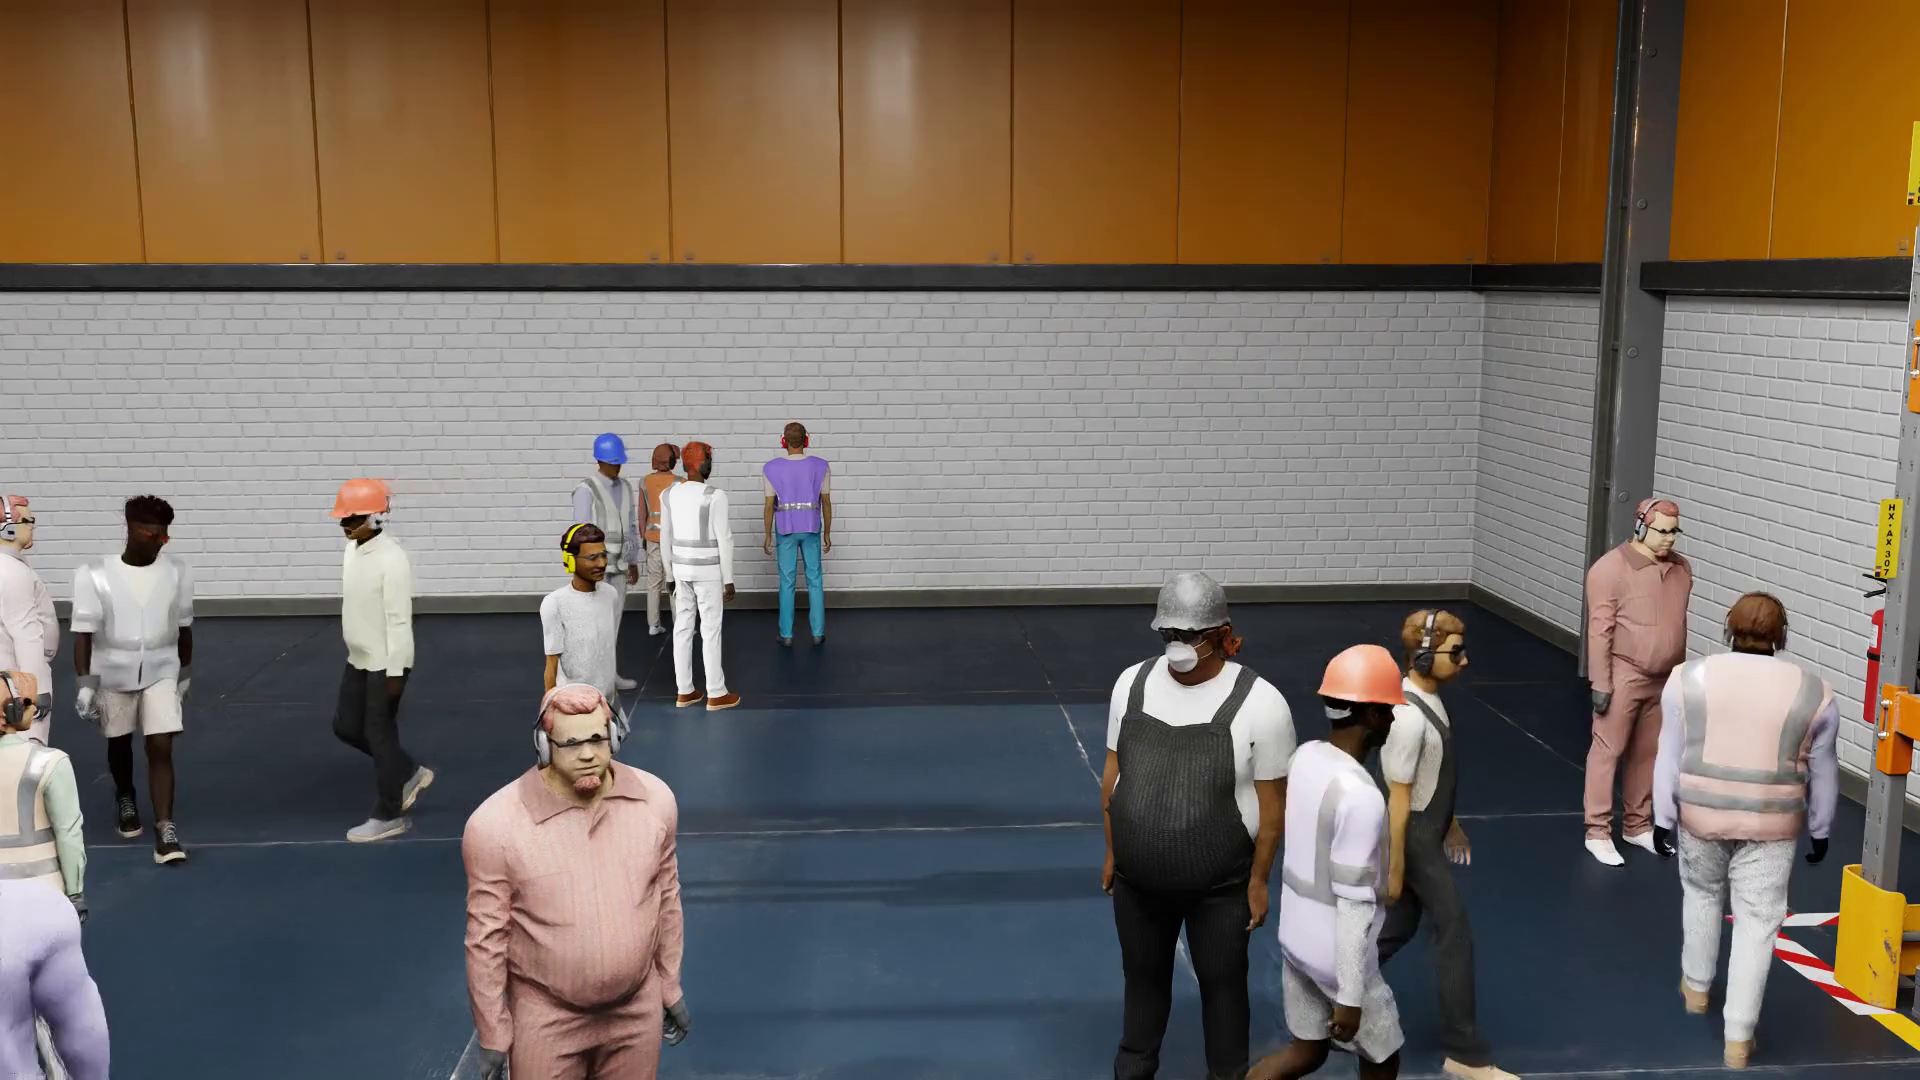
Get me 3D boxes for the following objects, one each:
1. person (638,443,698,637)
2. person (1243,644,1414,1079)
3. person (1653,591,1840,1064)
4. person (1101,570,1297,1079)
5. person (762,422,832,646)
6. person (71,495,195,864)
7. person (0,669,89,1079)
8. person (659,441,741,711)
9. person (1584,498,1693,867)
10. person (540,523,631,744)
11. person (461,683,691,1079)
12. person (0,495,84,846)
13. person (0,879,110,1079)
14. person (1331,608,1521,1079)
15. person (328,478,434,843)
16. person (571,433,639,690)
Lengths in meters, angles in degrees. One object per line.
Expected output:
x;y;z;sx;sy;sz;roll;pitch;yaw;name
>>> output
-2.453;0.008;13.922;0.523;1.638;0.310;4;10;23;person
1.097;1.268;5.211;0.861;1.907;0.558;-2;9;-11;person
3.115;1.086;6.609;0.647;1.810;0.809;5;10;28;person
0.774;1.108;5.762;0.684;2.000;0.538;5;10;29;person
-1.327;-0.041;13.610;0.563;1.838;0.390;-2;9;-13;person
-4.319;0.707;8.733;0.624;1.900;1.041;-6;11;-33;person
-3.384;1.277;5.964;0.515;1.636;0.315;0;9;2;person
-1.823;0.252;11.631;0.572;1.883;0.358;5;10;27;person
3.530;0.723;8.612;0.644;1.904;0.401;-4;10;-22;person
-1.783;0.839;7.987;0.327;1.871;0.514;5;10;28;person
-1.066;1.337;4.745;0.651;1.906;0.403;-6;11;-33;person
-4.896;0.711;8.672;0.654;1.906;0.406;8;12;40;person
-2.434;1.458;4.068;0.642;1.895;0.987;-2;9;-14;person
1.706;1.142;6.299;0.851;1.820;0.522;3;9;16;person
-3.111;0.640;8.901;0.496;1.975;0.631;-9;12;-43;person
-2.525;0.185;11.933;0.451;1.925;0.674;5;10;29;person
